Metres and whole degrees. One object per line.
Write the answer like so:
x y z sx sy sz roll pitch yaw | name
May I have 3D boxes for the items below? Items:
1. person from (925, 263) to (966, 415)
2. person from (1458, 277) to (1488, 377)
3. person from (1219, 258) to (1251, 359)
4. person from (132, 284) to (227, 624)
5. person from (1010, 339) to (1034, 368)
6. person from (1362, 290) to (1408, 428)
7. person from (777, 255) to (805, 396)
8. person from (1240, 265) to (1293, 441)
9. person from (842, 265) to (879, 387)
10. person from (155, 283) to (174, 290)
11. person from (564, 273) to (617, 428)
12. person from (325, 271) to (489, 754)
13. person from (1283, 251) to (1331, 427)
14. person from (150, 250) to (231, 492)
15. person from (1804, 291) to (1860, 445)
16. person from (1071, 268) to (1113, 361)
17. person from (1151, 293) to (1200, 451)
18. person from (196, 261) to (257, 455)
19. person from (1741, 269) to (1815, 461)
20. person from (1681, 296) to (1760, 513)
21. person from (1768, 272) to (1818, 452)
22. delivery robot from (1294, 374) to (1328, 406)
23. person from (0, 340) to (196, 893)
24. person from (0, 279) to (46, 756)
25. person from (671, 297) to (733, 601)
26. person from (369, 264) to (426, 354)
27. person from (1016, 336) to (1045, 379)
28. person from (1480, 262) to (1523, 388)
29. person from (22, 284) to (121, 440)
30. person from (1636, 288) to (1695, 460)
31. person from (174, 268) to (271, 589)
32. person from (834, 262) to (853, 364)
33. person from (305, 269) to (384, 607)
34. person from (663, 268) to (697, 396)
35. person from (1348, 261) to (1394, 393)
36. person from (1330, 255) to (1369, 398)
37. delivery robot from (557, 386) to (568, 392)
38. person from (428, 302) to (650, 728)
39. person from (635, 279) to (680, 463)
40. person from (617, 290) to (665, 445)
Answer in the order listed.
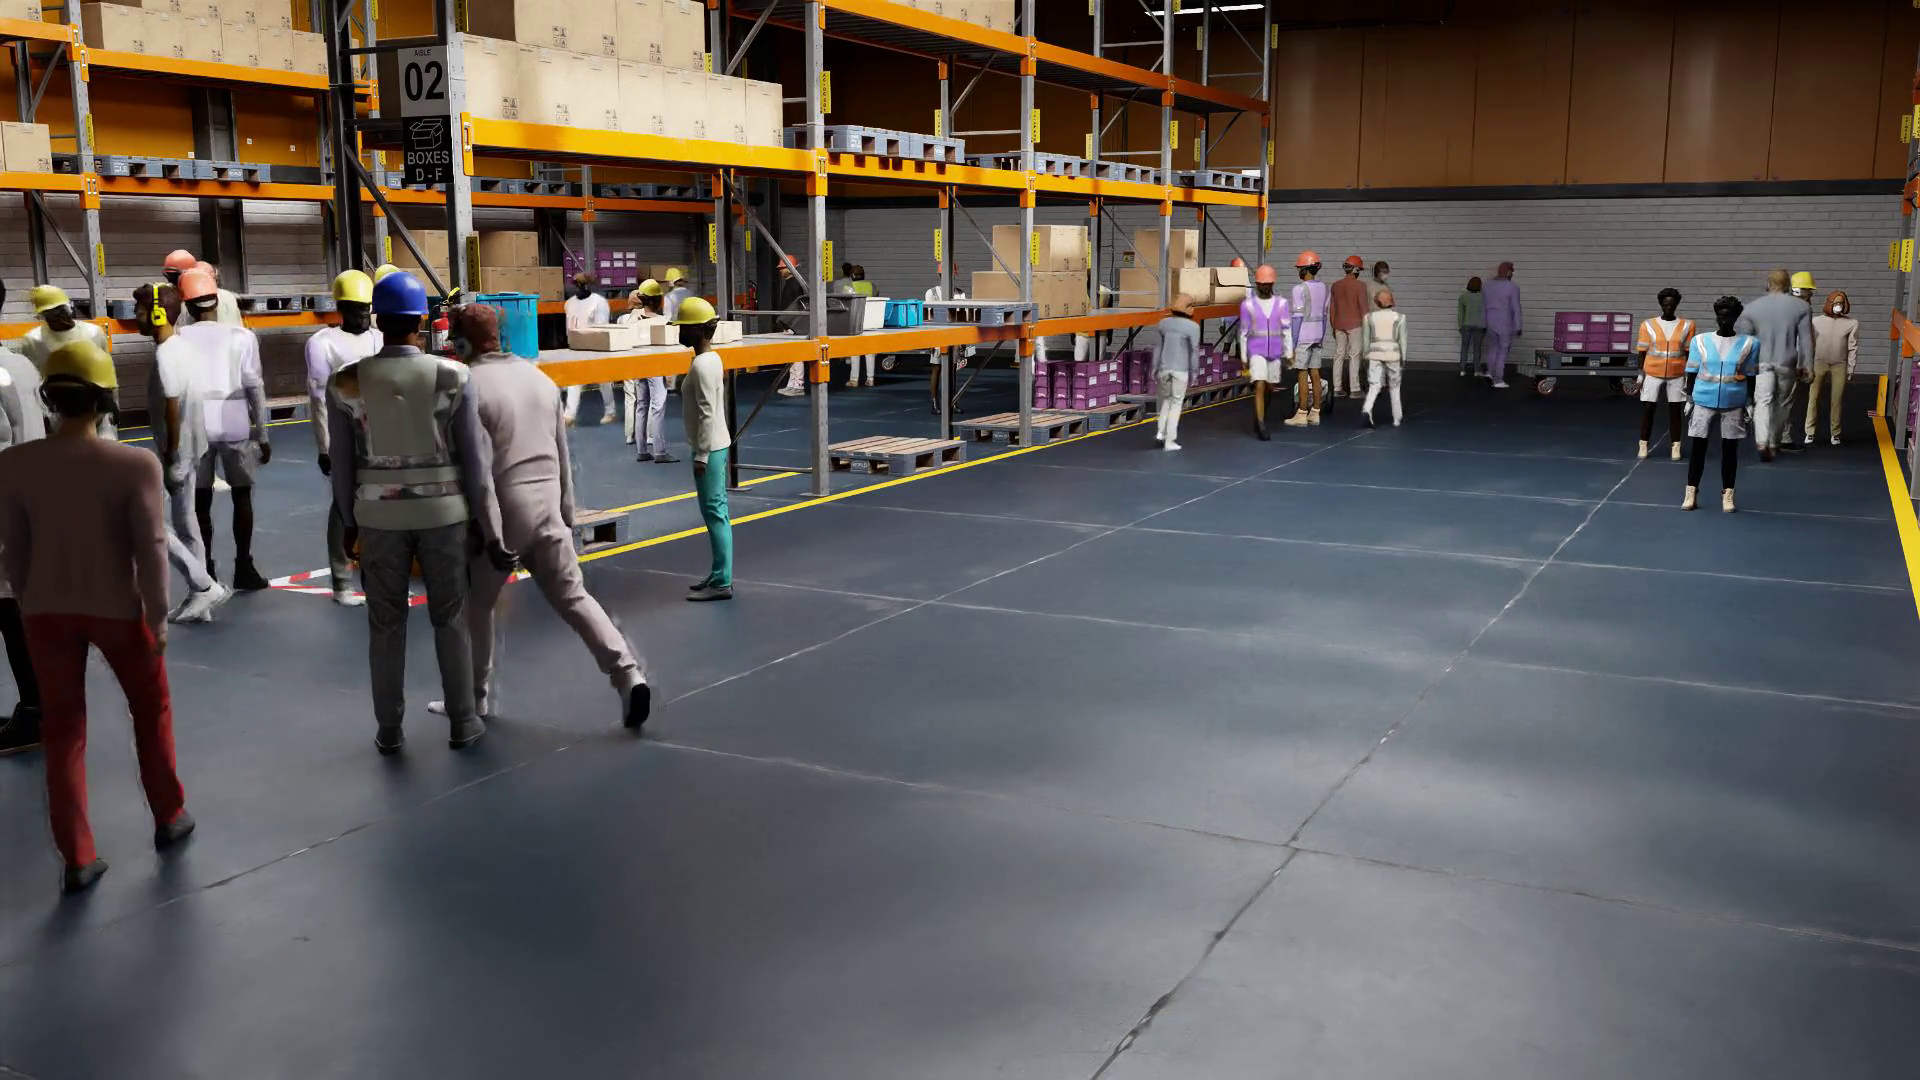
-0.166 -2.538 20.853 0.545 1.942 0.354 -5 11 -28 | person
8.416 -3.495 27.289 0.500 1.633 0.282 6 12 33 | person
4.252 -3.365 25.655 0.551 1.937 0.357 -3 10 -19 | person
-4.280 -0.450 9.004 0.377 1.856 0.538 -2 10 -12 | person
1.107 -3.983 29.390 0.575 1.885 0.355 -5 11 -28 | person
4.910 -2.096 19.280 0.526 1.606 0.718 4 11 21 | person
-2.407 -3.051 23.668 0.390 1.992 0.624 -4 10 -20 | person
3.337 -2.067 18.268 0.555 1.907 0.938 -1 10 -3 | person
-1.530 -3.245 25.252 0.619 1.840 0.430 -6 11 -31 | person
-7.418 -1.535 15.620 0.301 1.745 0.483 0 10 1 | person
-4.341 -2.217 19.430 0.639 1.796 0.964 4 11 22 | person
-2.215 -0.101 6.726 0.605 1.949 0.384 -2 10 -13 | person
4.044 -2.346 19.450 0.608 2.044 0.372 -8 13 -40 | person
-6.508 -1.416 14.054 0.606 2.048 0.366 2 10 12 | person
9.206 -1.817 17.597 0.496 1.629 0.277 4 11 21 | person
1.811 -2.835 22.898 0.627 1.836 0.428 0 10 -2 | person
2.209 -1.719 17.064 0.524 1.604 0.402 8 13 39 | person
-7.466 -1.847 16.886 0.389 1.948 0.758 2 10 10 | person
7.996 -1.710 16.293 0.695 1.874 1.015 4 11 23 | person
5.936 -1.057 13.001 0.533 1.692 0.319 5 11 25 | person
8.510 -1.818 17.013 0.403 1.828 0.594 2 10 9 | person
4.388 -1.877 20.766 0.477 0.478 0.707 3 10 19 | delivery robot
-2.822 0.222 5.458 0.534 1.739 0.757 -2 10 -10 | person
-3.889 -0.113 6.745 0.361 1.962 0.615 -2 10 -13 | person
-1.505 -0.525 9.712 0.328 1.767 0.532 -1 10 -4 | person
-4.638 -1.279 13.600 0.586 1.930 0.359 -7 12 -36 | person
1.166 -3.514 26.667 0.358 1.904 0.781 9 13 42 | person
8.150 -3.222 24.970 0.454 1.889 0.675 -6 12 -33 | person
-6.541 -0.994 12.358 0.673 1.794 0.421 -8 12 -38 | person
6.886 -1.616 16.268 0.533 1.687 0.320 3 10 17 | person
-4.431 -0.636 9.912 0.587 1.922 0.365 -3 10 -17 | person
-2.045 -4.133 30.345 0.534 1.851 0.476 0 10 -2 | person
-3.469 -0.591 9.629 0.378 1.925 0.591 6 11 30 | person
-3.955 -2.936 23.511 0.646 1.815 0.632 8 13 40 | person
5.995 -3.094 24.146 0.622 1.916 0.713 -5 11 -27 | person
5.463 -2.980 23.287 0.393 1.985 0.611 -9 13 -41 | person
-5.494 -2.144 22.315 0.477 0.478 0.707 7 12 35 | delivery robot
-1.811 -0.093 7.053 1.060 1.837 0.664 5 11 28 | person
-2.964 -1.622 16.053 0.525 1.772 0.309 8 13 39 | person
-3.373 -1.815 17.552 0.523 1.636 0.311 3 10 18 | person
